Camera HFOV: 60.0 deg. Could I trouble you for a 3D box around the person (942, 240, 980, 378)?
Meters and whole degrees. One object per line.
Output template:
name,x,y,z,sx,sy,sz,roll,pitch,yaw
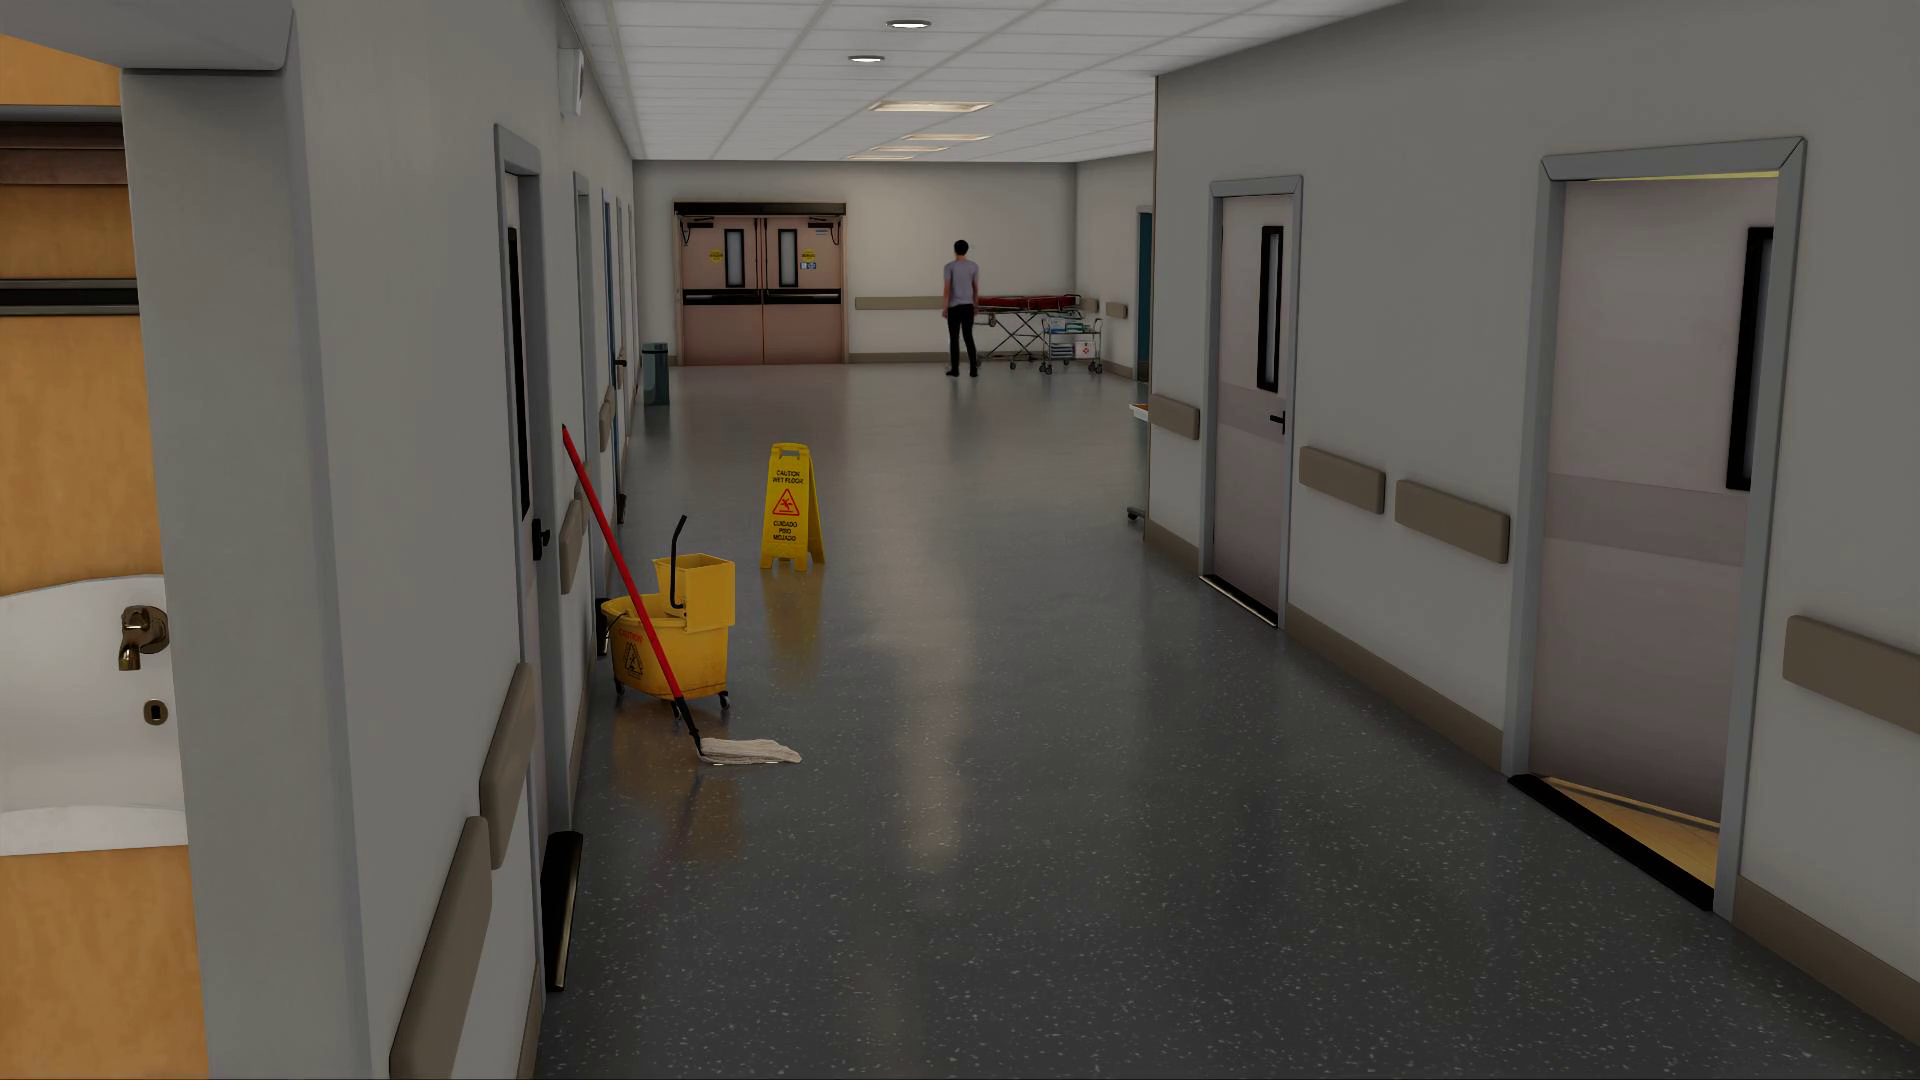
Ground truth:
person,0.026,-3.192,22.811,0.742,1.896,0.783,-4,11,-21
